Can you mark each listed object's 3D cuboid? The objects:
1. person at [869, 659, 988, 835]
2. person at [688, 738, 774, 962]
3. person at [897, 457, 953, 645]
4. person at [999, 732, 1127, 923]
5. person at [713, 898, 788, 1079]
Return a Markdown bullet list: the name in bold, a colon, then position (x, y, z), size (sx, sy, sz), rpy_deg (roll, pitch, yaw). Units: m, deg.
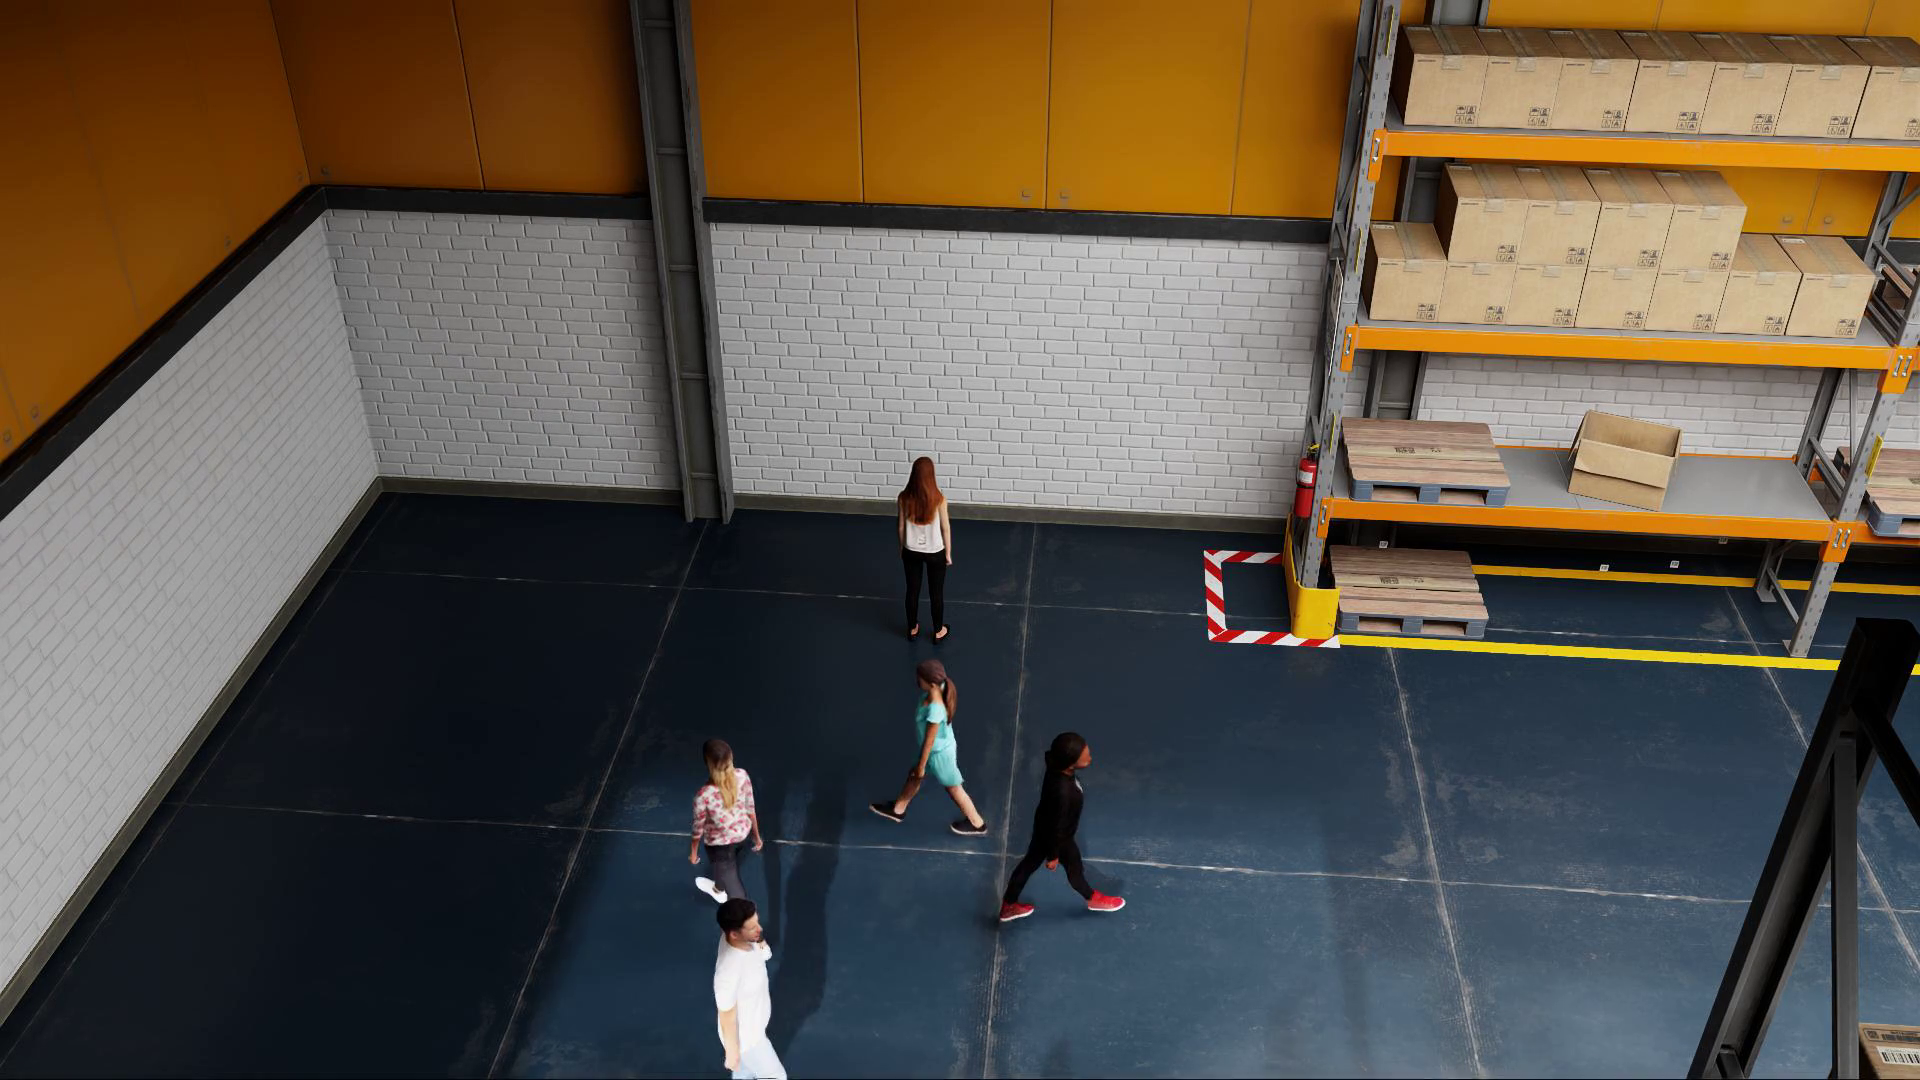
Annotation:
- **person**: position (-0.079, 1.471, 11.418), size (1.061, 1.509, 0.556), rpy_deg (4, 34, 5)
- **person**: position (-1.428, 1.980, 10.584), size (1.173, 1.586, 1.050), rpy_deg (29, 43, 36)
- **person**: position (-0.284, 0.087, 13.308), size (0.473, 1.722, 0.665), rpy_deg (7, 34, 10)
- **person**: position (0.536, 1.895, 10.677), size (1.149, 1.624, 0.854), rpy_deg (-6, 34, -9)
- **person**: position (-1.284, 2.682, 9.287), size (0.636, 1.851, 0.695), rpy_deg (0, 34, 0)
